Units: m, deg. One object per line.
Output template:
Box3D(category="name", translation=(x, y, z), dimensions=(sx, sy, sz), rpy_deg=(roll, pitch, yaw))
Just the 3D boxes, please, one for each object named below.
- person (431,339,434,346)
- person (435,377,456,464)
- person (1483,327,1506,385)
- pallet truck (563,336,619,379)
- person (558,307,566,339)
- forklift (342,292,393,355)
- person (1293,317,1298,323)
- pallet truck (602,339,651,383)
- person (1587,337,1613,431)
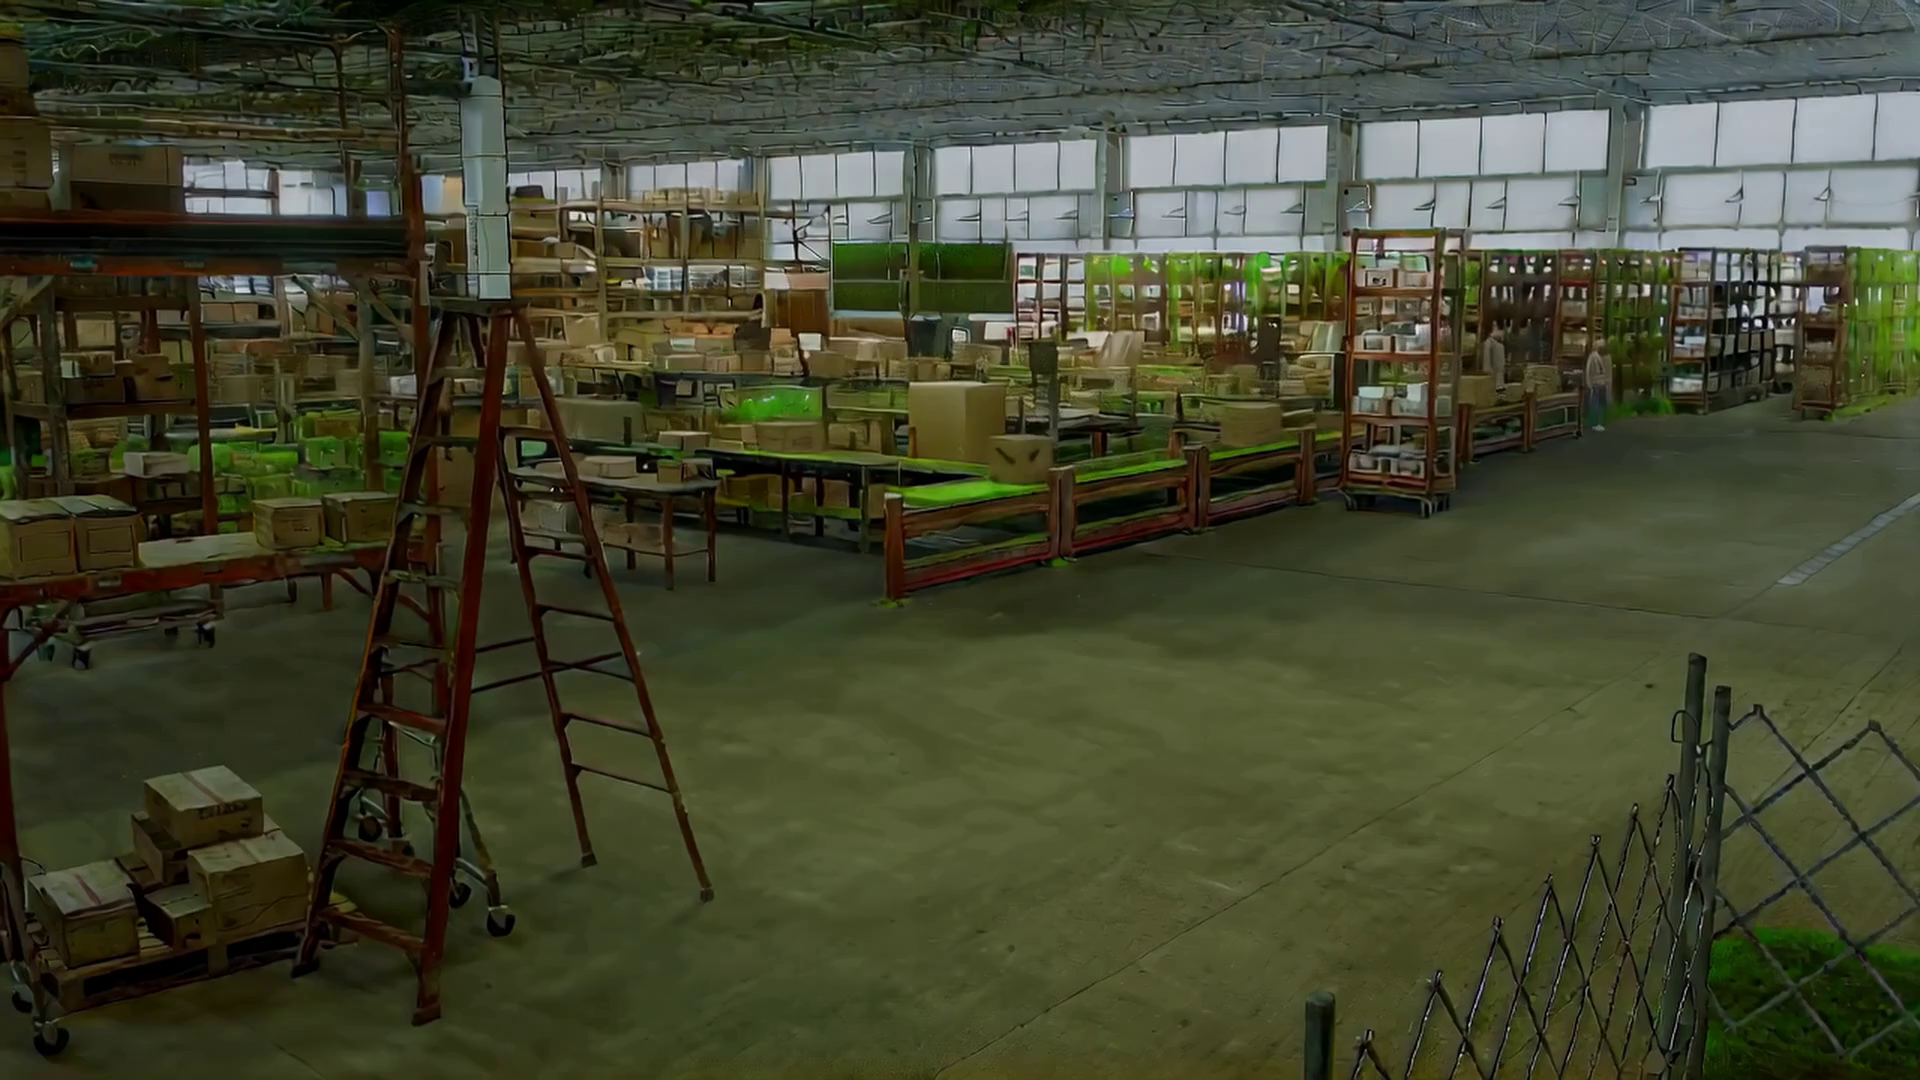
Box3D(category="person", translation=(-15.201, -5.583, 47.878), dimensions=(0.852, 1.909, 0.661), rpy_deg=(-6, 11, -32))
Box3D(category="person", translation=(-8.311, -2.099, 26.628), dimensions=(0.327, 1.760, 0.523), rpy_deg=(7, 11, 37))
Box3D(category="person", translation=(11.306, -3.530, 35.110), dimensions=(0.649, 1.907, 0.402), rpy_deg=(-7, 12, -38))
Box3D(category="pallet truck", translation=(-10.690, -5.294, 48.215), dimensions=(1.601, 1.201, 0.680), rpy_deg=(-5, 10, -26))
Box3D(category="person", translation=(-15.324, -8.102, 64.143), dimensions=(0.323, 1.741, 0.490), rpy_deg=(-3, 9, -15))
Box3D(category="forklift", translation=(-16.485, -5.622, 45.120), dimensions=(1.129, 2.768, 1.873), rpy_deg=(7, 11, 37))
Box3D(category="person", translation=(10.256, -6.052, 50.605), dimensions=(0.415, 1.985, 0.611), rpy_deg=(7, 11, 36))
Box3D(category="pallet truck", translation=(-8.991, -4.871, 45.351), dimensions=(0.653, 1.274, 1.630), rpy_deg=(7, 11, 37))
Box3D(category="person", translation=(12.371, -3.010, 32.119), dimensions=(0.612, 1.813, 0.423), rpy_deg=(-4, 10, -21))
